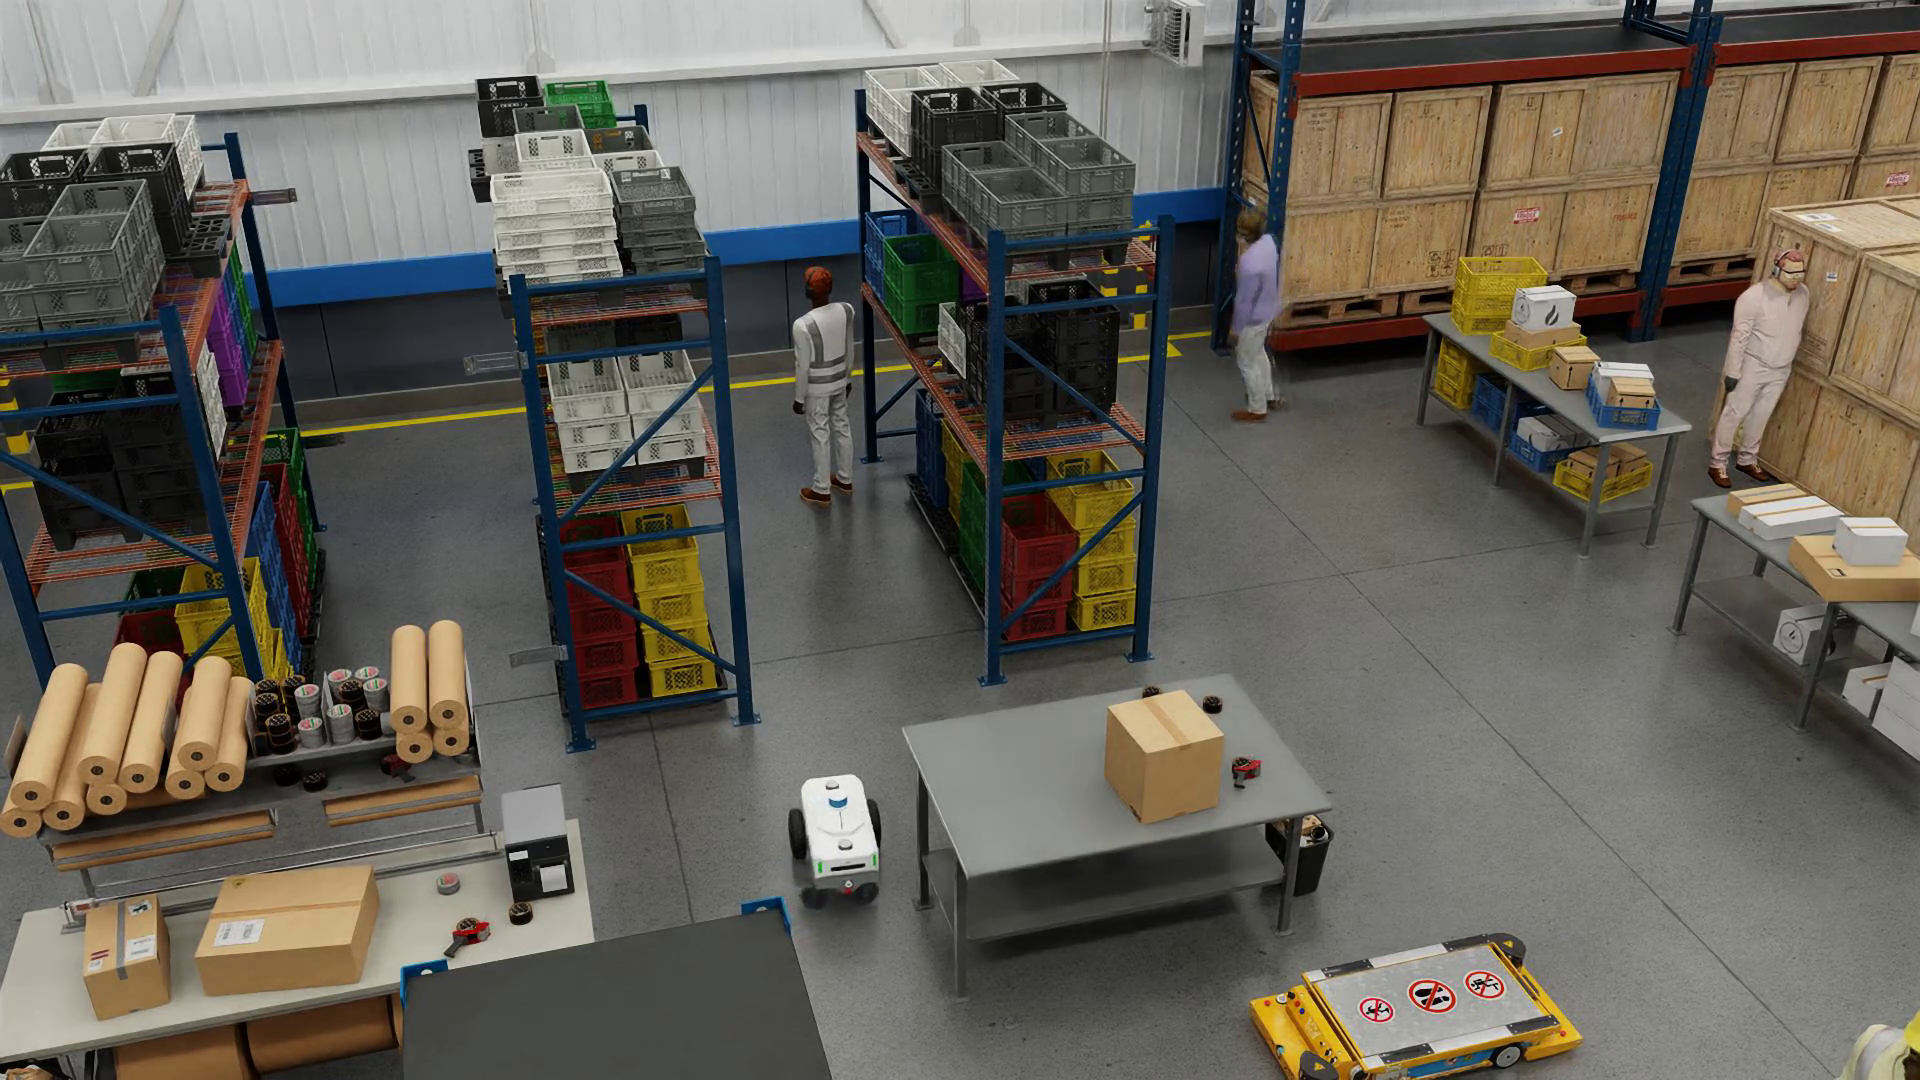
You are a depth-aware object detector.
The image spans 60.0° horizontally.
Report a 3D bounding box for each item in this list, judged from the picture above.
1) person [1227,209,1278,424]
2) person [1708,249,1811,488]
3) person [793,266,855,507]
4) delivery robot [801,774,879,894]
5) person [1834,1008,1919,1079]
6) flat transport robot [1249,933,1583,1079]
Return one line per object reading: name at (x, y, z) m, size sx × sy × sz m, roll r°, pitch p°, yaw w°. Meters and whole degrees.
person at (2.435, -1.854, 13.836) m, size 0.425 × 1.895 × 0.706 m, roll 14°, pitch 32°, yaw 23°
person at (6.220, -1.327, 12.862) m, size 0.655 × 1.906 × 0.407 m, roll -9°, pitch 30°, yaw -15°
person at (-1.031, -1.164, 12.590) m, size 0.355 × 1.882 × 0.576 m, roll 24°, pitch 37°, yaw 36°
delivery robot at (-0.648, 1.557, 8.914) m, size 0.477 × 0.478 × 0.707 m, roll -6°, pitch 29°, yaw -10°
person at (3.423, 2.393, 6.165) m, size 0.403 × 1.837 × 0.590 m, roll -17°, pitch 33°, yaw -28°
flat transport robot at (2.184, 2.282, 7.980) m, size 1.431 × 0.197 × 0.652 m, roll -8°, pitch 30°, yaw -14°
